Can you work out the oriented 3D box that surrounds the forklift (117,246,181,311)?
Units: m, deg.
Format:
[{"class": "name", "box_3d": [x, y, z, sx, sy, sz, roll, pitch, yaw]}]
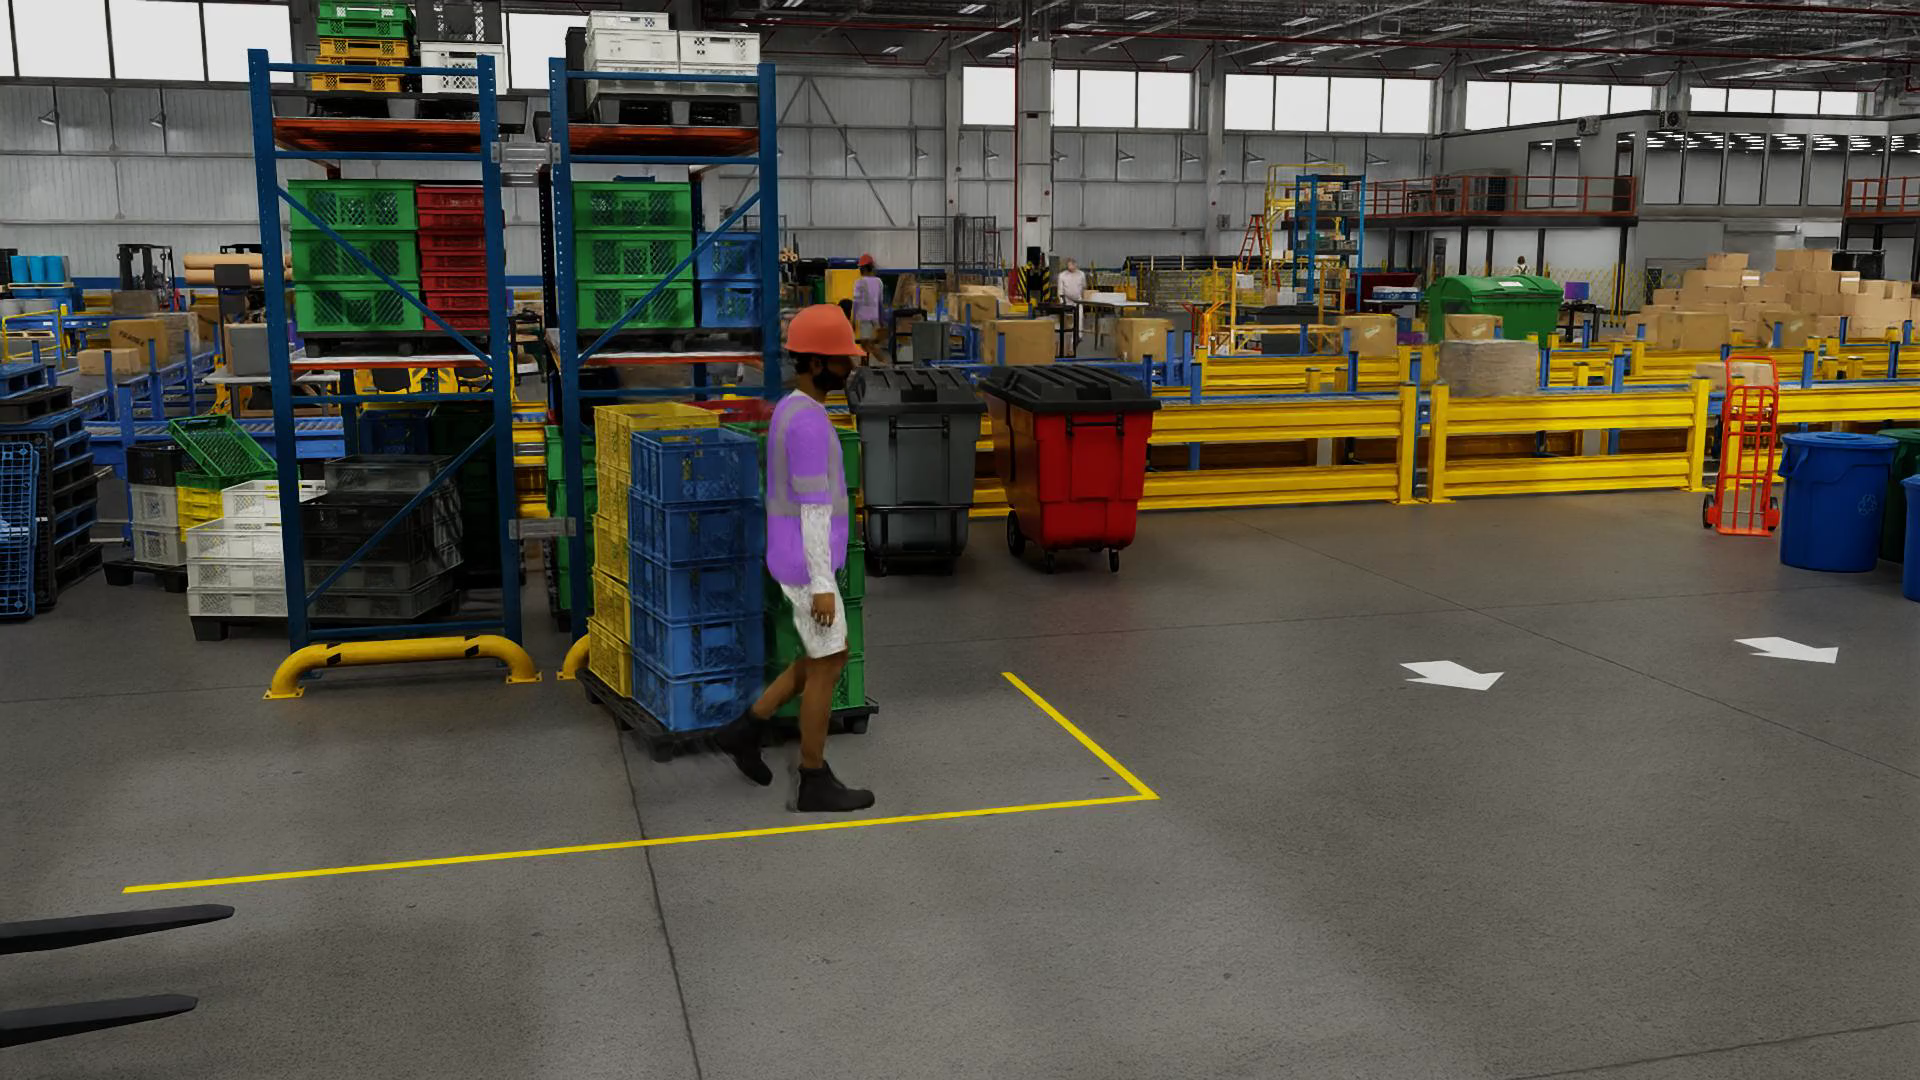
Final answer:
[{"class": "forklift", "box_3d": [-19.966, -6.232, 40.894, 1.157, 1.987, 2.680, -3, 10, -15]}]

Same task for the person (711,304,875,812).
[{"class": "person", "box_3d": [-0.604, 0.084, 6.216, 0.537, 1.922, 0.554, -1, 10, -7]}]

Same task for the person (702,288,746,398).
[{"class": "person", "box_3d": [-2.475, -1.749, 16.947, 0.611, 1.800, 0.681, 1, 10, 8]}]

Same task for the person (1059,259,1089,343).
[{"class": "person", "box_3d": [2.515, -5.277, 36.764, 0.665, 1.852, 0.991, 0, 10, 3]}]

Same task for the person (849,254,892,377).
[{"class": "person", "box_3d": [-1.437, -3.585, 26.740, 0.985, 2.011, 0.618, 8, 13, 39]}]

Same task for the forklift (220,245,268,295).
[{"class": "forklift", "box_3d": [-17.749, -6.334, 41.440, 1.157, 1.987, 2.680, -3, 10, -17]}]

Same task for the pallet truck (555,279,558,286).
[{"class": "pallet truck", "box_3d": [-10.604, -6.375, 44.520, 0.653, 1.274, 1.630, -3, 10, -15]}]

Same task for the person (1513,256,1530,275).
[{"class": "person", "box_3d": [16.705, -7.538, 49.568, 0.505, 1.847, 0.347, -1, 10, -4]}]
